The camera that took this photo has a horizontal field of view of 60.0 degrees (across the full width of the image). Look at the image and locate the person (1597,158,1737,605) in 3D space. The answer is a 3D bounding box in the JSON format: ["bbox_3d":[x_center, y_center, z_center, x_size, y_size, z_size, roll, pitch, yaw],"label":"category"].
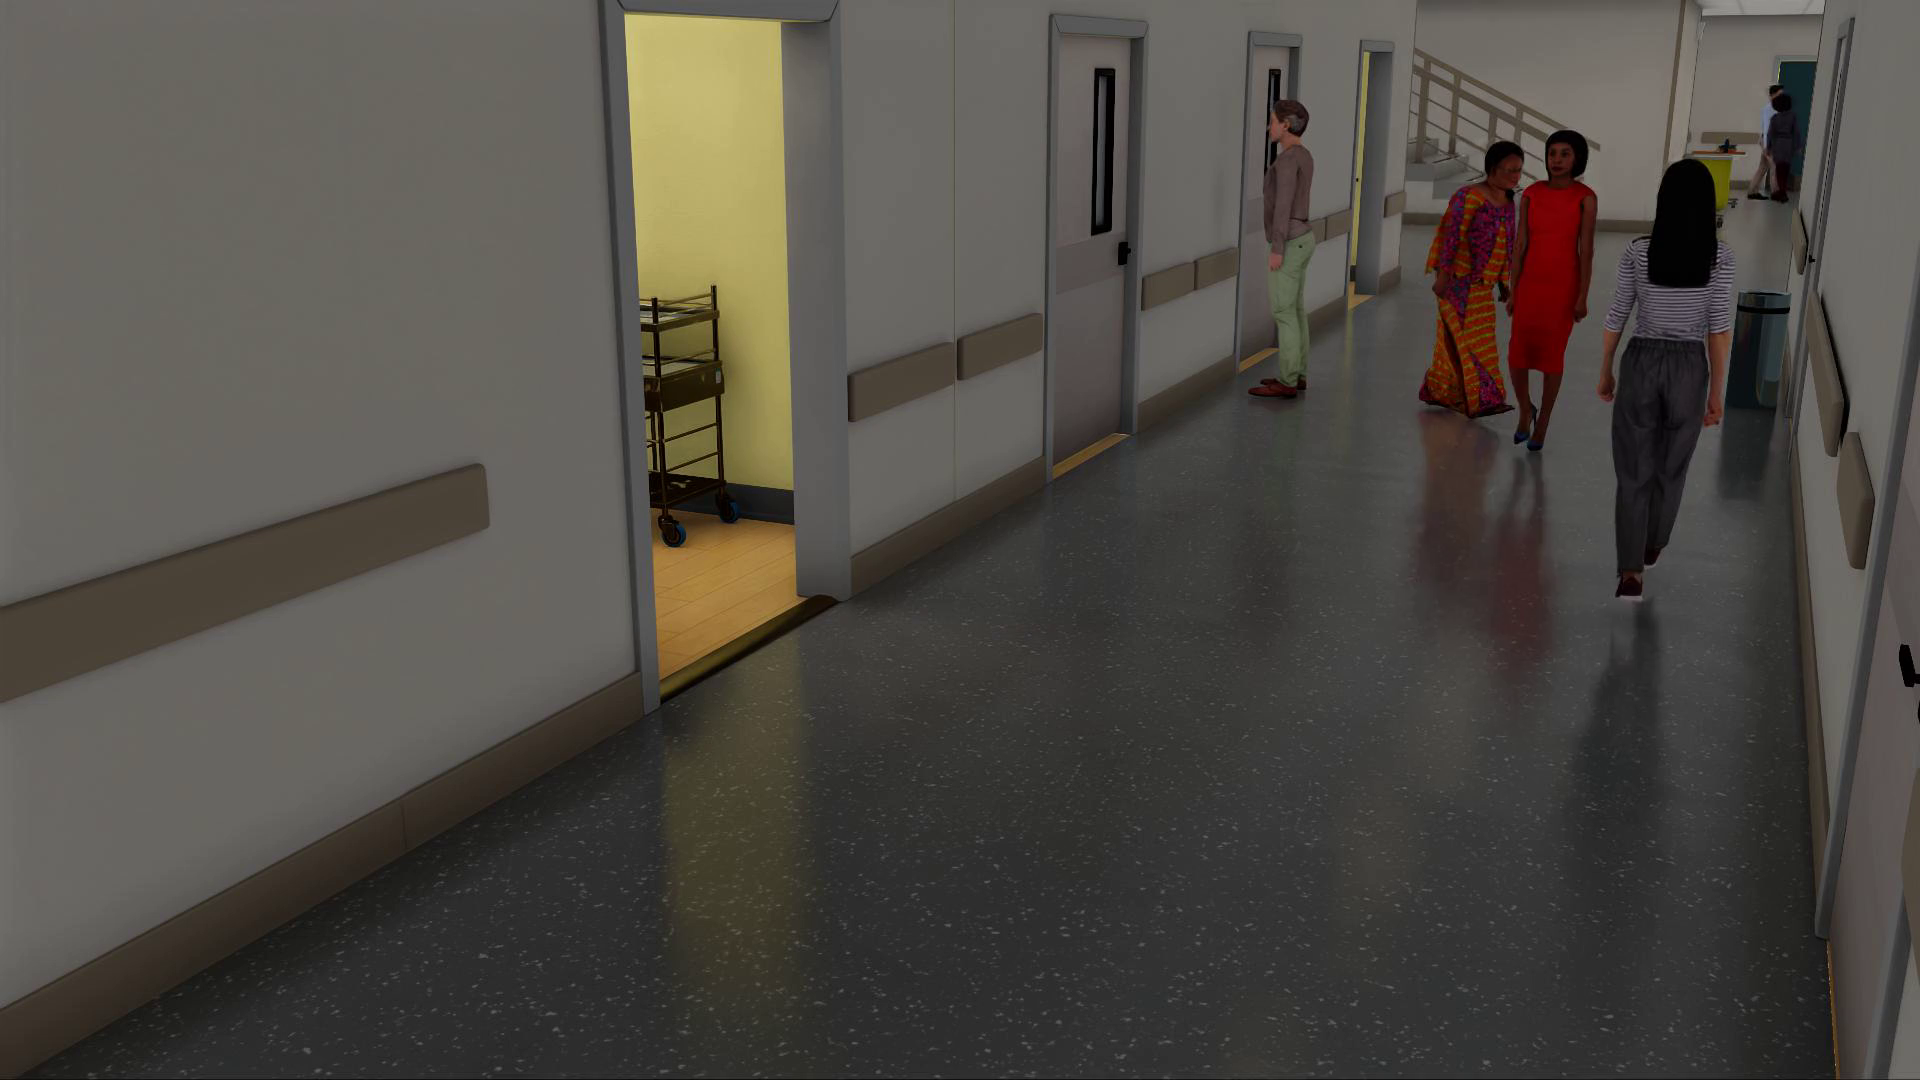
[{"bbox_3d":[2.677,-0.553,6.389,1.116,1.681,0.706,6,17,22],"label":"person"}]

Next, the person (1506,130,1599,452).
[{"bbox_3d":[3.258,-1.357,9.143,0.555,1.734,0.678,10,18,31],"label":"person"}]

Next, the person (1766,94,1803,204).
[{"bbox_3d":[12.906,-6.095,26.066,1.022,1.671,0.869,5,16,17],"label":"person"}]

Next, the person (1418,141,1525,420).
[{"bbox_3d":[3.078,-1.610,10.163,0.934,1.667,1.112,-11,19,-34],"label":"person"}]

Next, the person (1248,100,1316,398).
[{"bbox_3d":[2.119,-1.872,10.721,0.559,1.868,0.657,6,17,22],"label":"person"}]

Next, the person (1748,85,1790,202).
[{"bbox_3d":[12.962,-6.350,26.719,0.944,1.808,0.766,8,18,26],"label":"person"}]
